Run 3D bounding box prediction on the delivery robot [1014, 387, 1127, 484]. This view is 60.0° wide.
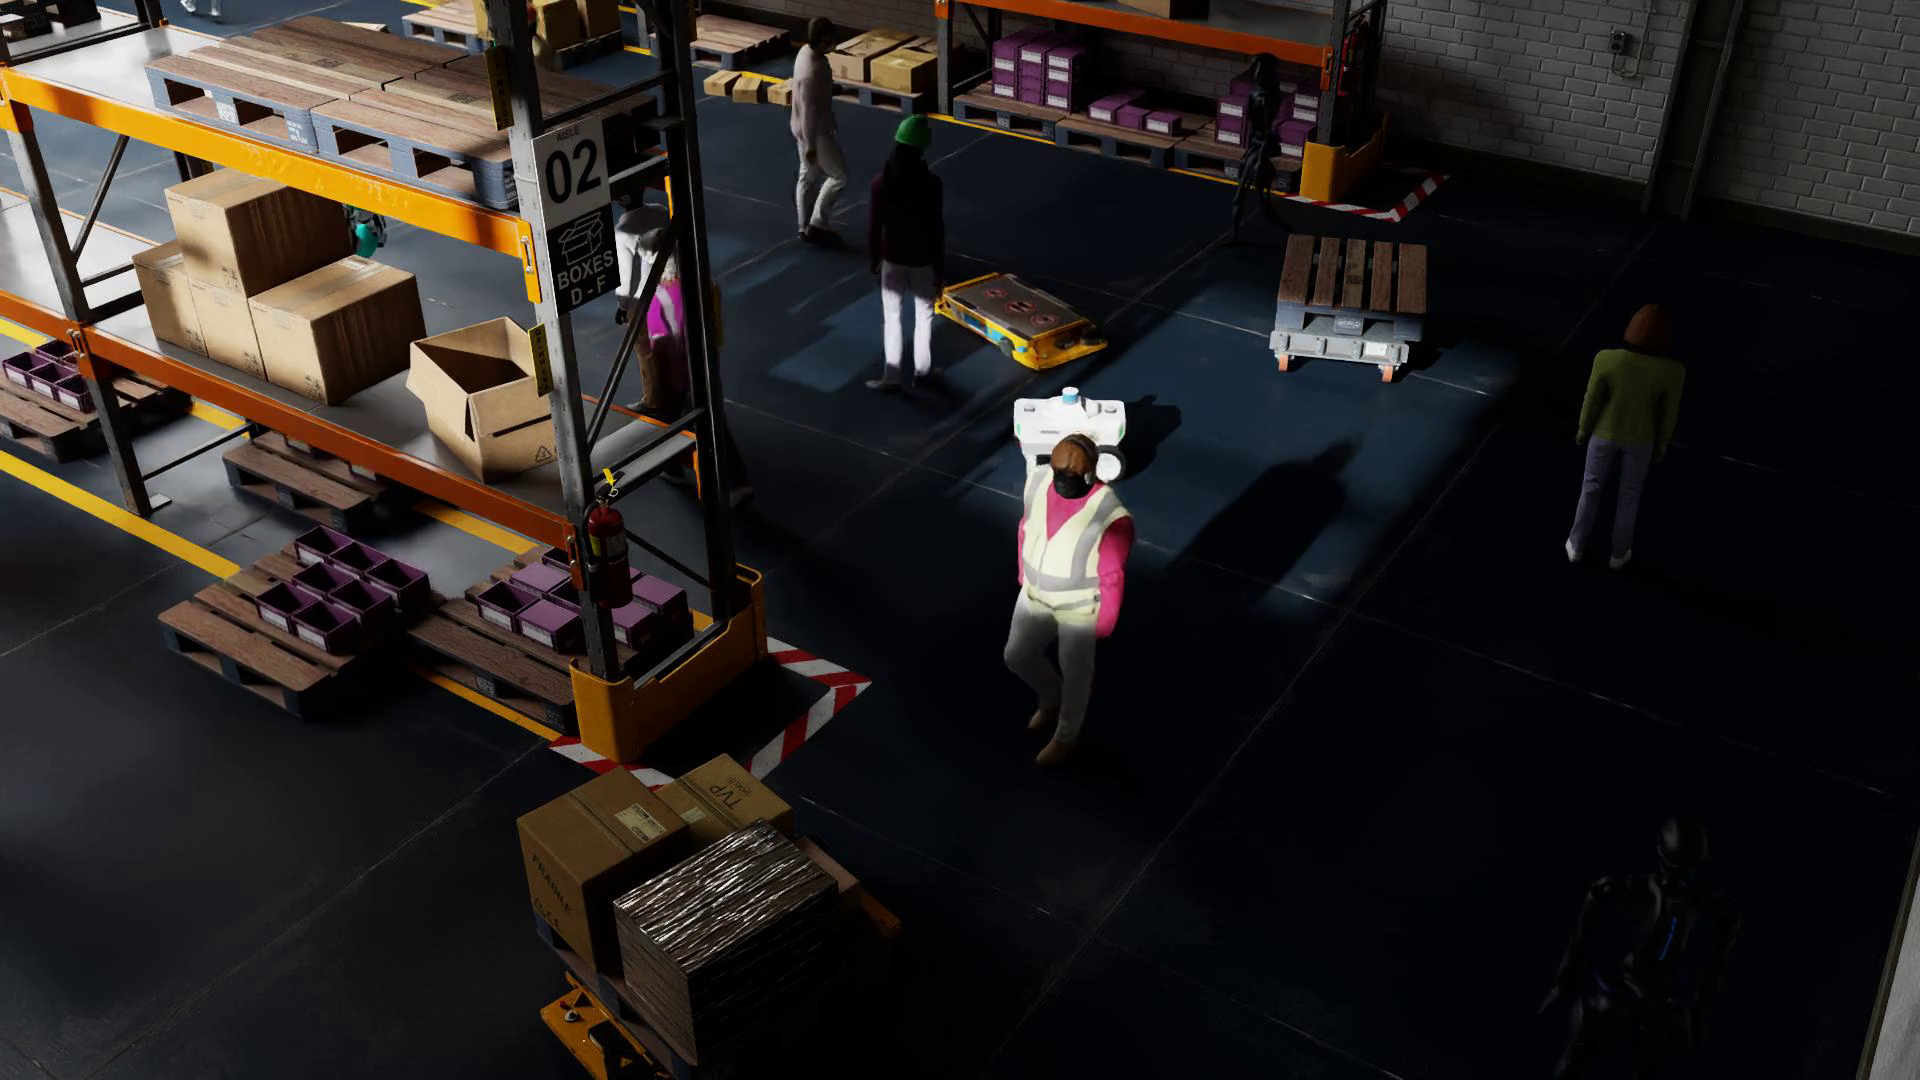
[{"bbox_3d":[0.731,-0.686,10.674,0.776,0.604,0.522,1,33,2],"label":"delivery robot"}]

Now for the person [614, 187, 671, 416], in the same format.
[{"bbox_3d":[-2.117,-1.667,11.073,0.327,1.751,0.562,16,36,23],"label":"person"}]

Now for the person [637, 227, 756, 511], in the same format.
[{"bbox_3d":[-1.624,-1.027,10.033,0.897,1.813,0.522,28,42,35],"label":"person"}]

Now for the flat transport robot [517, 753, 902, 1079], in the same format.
[{"bbox_3d":[-0.999,1.806,7.097,1.431,0.231,0.659,-26,41,-34],"label":"flat transport robot"}]

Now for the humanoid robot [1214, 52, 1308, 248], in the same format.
[{"bbox_3d":[2.487,-3.114,13.418,0.741,1.644,0.612,-1,33,-2],"label":"humanoid robot"}]

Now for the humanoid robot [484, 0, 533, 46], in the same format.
[{"bbox_3d":[-4.567,-5.119,16.494,0.761,1.896,0.547,27,42,35],"label":"humanoid robot"}]

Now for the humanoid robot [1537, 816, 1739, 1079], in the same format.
[{"bbox_3d":[2.421,1.689,5.989,0.583,1.637,0.381,4,33,6],"label":"humanoid robot"}]

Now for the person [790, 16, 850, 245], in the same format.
[{"bbox_3d":[-1.138,-3.274,13.408,0.513,1.910,0.690,-5,33,-8],"label":"person"}]

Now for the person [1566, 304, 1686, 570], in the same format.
[{"bbox_3d":[3.790,-0.584,9.517,0.502,1.631,0.280,13,35,20],"label":"person"}]

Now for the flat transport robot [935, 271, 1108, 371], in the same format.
[{"bbox_3d":[0.396,-1.672,12.443,0.659,0.231,1.431,-22,39,-30],"label":"flat transport robot"}]

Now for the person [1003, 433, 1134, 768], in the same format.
[{"bbox_3d":[0.512,0.294,7.984,0.657,1.831,0.447,26,41,34],"label":"person"}]

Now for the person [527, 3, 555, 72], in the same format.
[{"bbox_3d":[-3.700,-3.733,14.263,0.713,1.724,0.598,-1,33,-2],"label":"person"}]

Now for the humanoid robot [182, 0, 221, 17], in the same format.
[{"bbox_3d":[-8.765,-6.749,18.907,0.548,1.731,1.027,-25,41,-33],"label":"humanoid robot"}]

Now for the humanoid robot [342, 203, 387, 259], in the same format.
[{"bbox_3d":[-4.529,-2.206,11.946,1.017,1.755,0.552,8,34,12],"label":"humanoid robot"}]

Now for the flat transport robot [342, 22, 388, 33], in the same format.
[{"bbox_3d":[-6.016,-4.024,16.058,1.431,0.231,0.659,6,34,9],"label":"flat transport robot"}]

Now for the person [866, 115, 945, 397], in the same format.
[{"bbox_3d":[-0.389,-1.909,11.298,0.576,1.926,0.518,4,33,6],"label":"person"}]
